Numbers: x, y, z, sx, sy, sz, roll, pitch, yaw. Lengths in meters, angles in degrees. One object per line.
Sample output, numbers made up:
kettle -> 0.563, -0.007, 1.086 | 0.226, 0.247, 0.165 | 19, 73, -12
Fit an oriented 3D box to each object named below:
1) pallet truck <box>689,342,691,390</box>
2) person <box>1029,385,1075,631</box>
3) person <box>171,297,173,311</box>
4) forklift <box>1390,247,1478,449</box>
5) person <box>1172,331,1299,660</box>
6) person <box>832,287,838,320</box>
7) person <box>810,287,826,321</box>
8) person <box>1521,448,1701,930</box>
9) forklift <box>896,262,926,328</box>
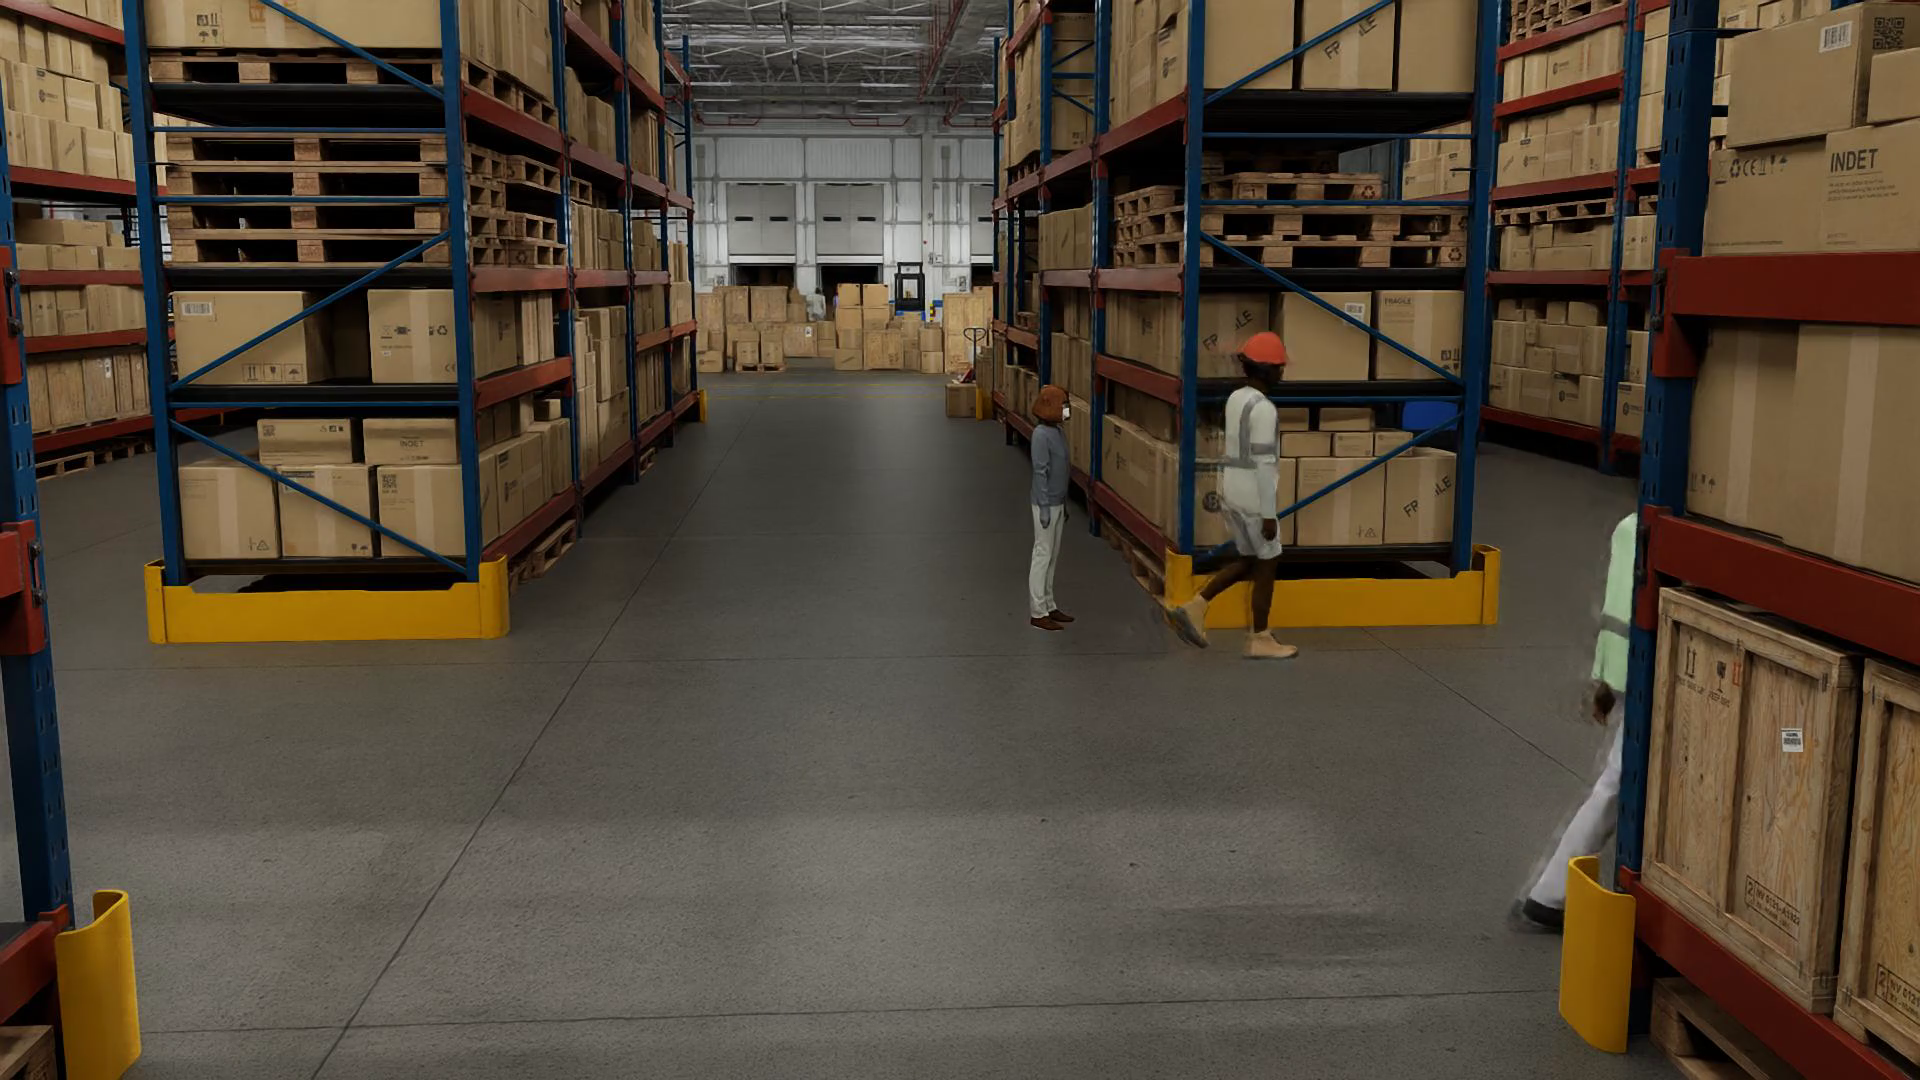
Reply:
pallet truck -> -5.225, -3.008, 27.480 | 1.885, 1.965, 0.823 | 2, 9, 14
person -> 0.613, -0.220, 11.117 | 0.284, 1.633, 0.500 | 3, 10, 18
person -> -29.539, -8.626, 62.812 | 0.412, 1.985, 0.609 | 0, 9, 3
forklift -> 5.907, -2.618, 22.267 | 1.873, 2.768, 1.129 | -1, 9, -5
person -> 1.714, -0.250, 10.090 | 0.684, 2.024, 0.619 | -2, 9, -10
person -> -4.569, -8.627, 62.953 | 0.544, 1.939, 0.354 | 1, 9, 9
person -> -5.130, -8.263, 60.692 | 0.654, 1.926, 0.515 | 5, 10, 27
person -> 2.492, 0.529, 5.910 | 0.999, 1.796, 0.579 | 0, 9, -1
forklift -> -1.780, -8.547, 59.499 | 1.129, 2.768, 1.873 | -1, 9, -4
